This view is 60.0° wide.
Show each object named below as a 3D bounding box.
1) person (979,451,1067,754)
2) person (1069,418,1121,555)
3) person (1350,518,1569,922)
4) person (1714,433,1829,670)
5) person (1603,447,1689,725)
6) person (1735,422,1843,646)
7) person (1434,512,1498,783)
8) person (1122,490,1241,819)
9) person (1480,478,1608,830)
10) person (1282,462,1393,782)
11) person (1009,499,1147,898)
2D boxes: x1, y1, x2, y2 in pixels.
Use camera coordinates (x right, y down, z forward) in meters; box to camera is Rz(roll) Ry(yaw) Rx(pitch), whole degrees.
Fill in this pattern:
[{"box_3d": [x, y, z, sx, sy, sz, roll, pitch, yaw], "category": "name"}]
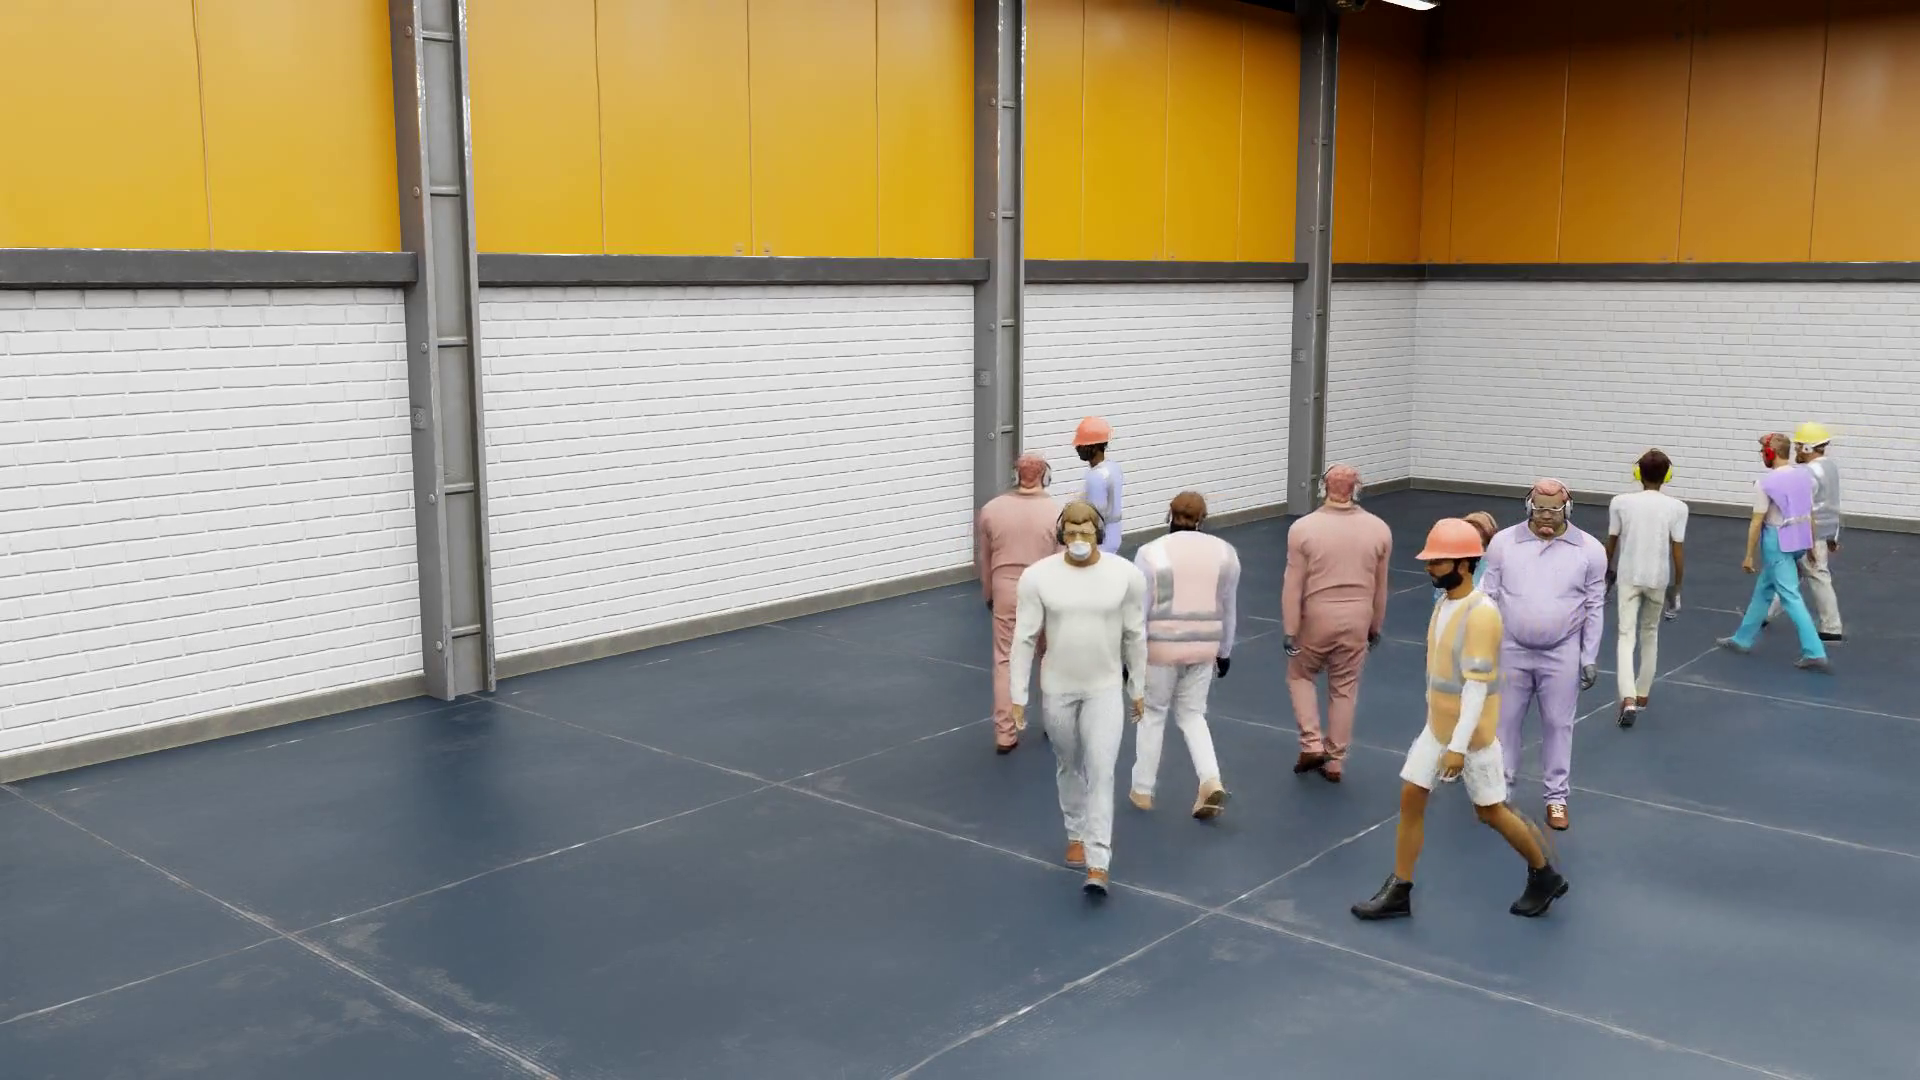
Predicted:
[{"box_3d": [0.454, 0.374, 10.545, 0.663, 1.875, 0.880, 3, 10, 18], "category": "person"}, {"box_3d": [0.998, 0.058, 12.390, 0.389, 1.923, 0.584, 2, 9, 13], "category": "person"}, {"box_3d": [2.352, 0.834, 7.626, 0.984, 1.896, 0.540, -2, 9, -12], "category": "person"}, {"box_3d": [6.295, 0.073, 12.726, 0.578, 1.787, 0.995, -6, 11, -31], "category": "person"}, {"box_3d": [4.570, 0.300, 11.132, 0.509, 1.837, 0.912, 3, 9, 17], "category": "person"}, {"box_3d": [6.824, -0.067, 13.558, 0.917, 1.781, 0.606, 8, 12, 41], "category": "person"}, {"box_3d": [2.999, 0.638, 9.655, 0.518, 1.623, 0.330, 7, 11, 36], "category": "person"}, {"box_3d": [1.224, 0.635, 9.121, 0.677, 1.811, 0.684, -3, 9, -16], "category": "person"}, {"box_3d": [3.123, 0.607, 8.982, 0.639, 1.904, 0.409, 4, 10, 23], "category": "person"}, {"box_3d": [2.184, 0.485, 9.780, 0.656, 1.887, 0.440, -1, 9, -6], "category": "person"}, {"box_3d": [0.564, 0.759, 8.046, 0.662, 1.890, 0.985, 1, 9, 8], "category": "person"}]
